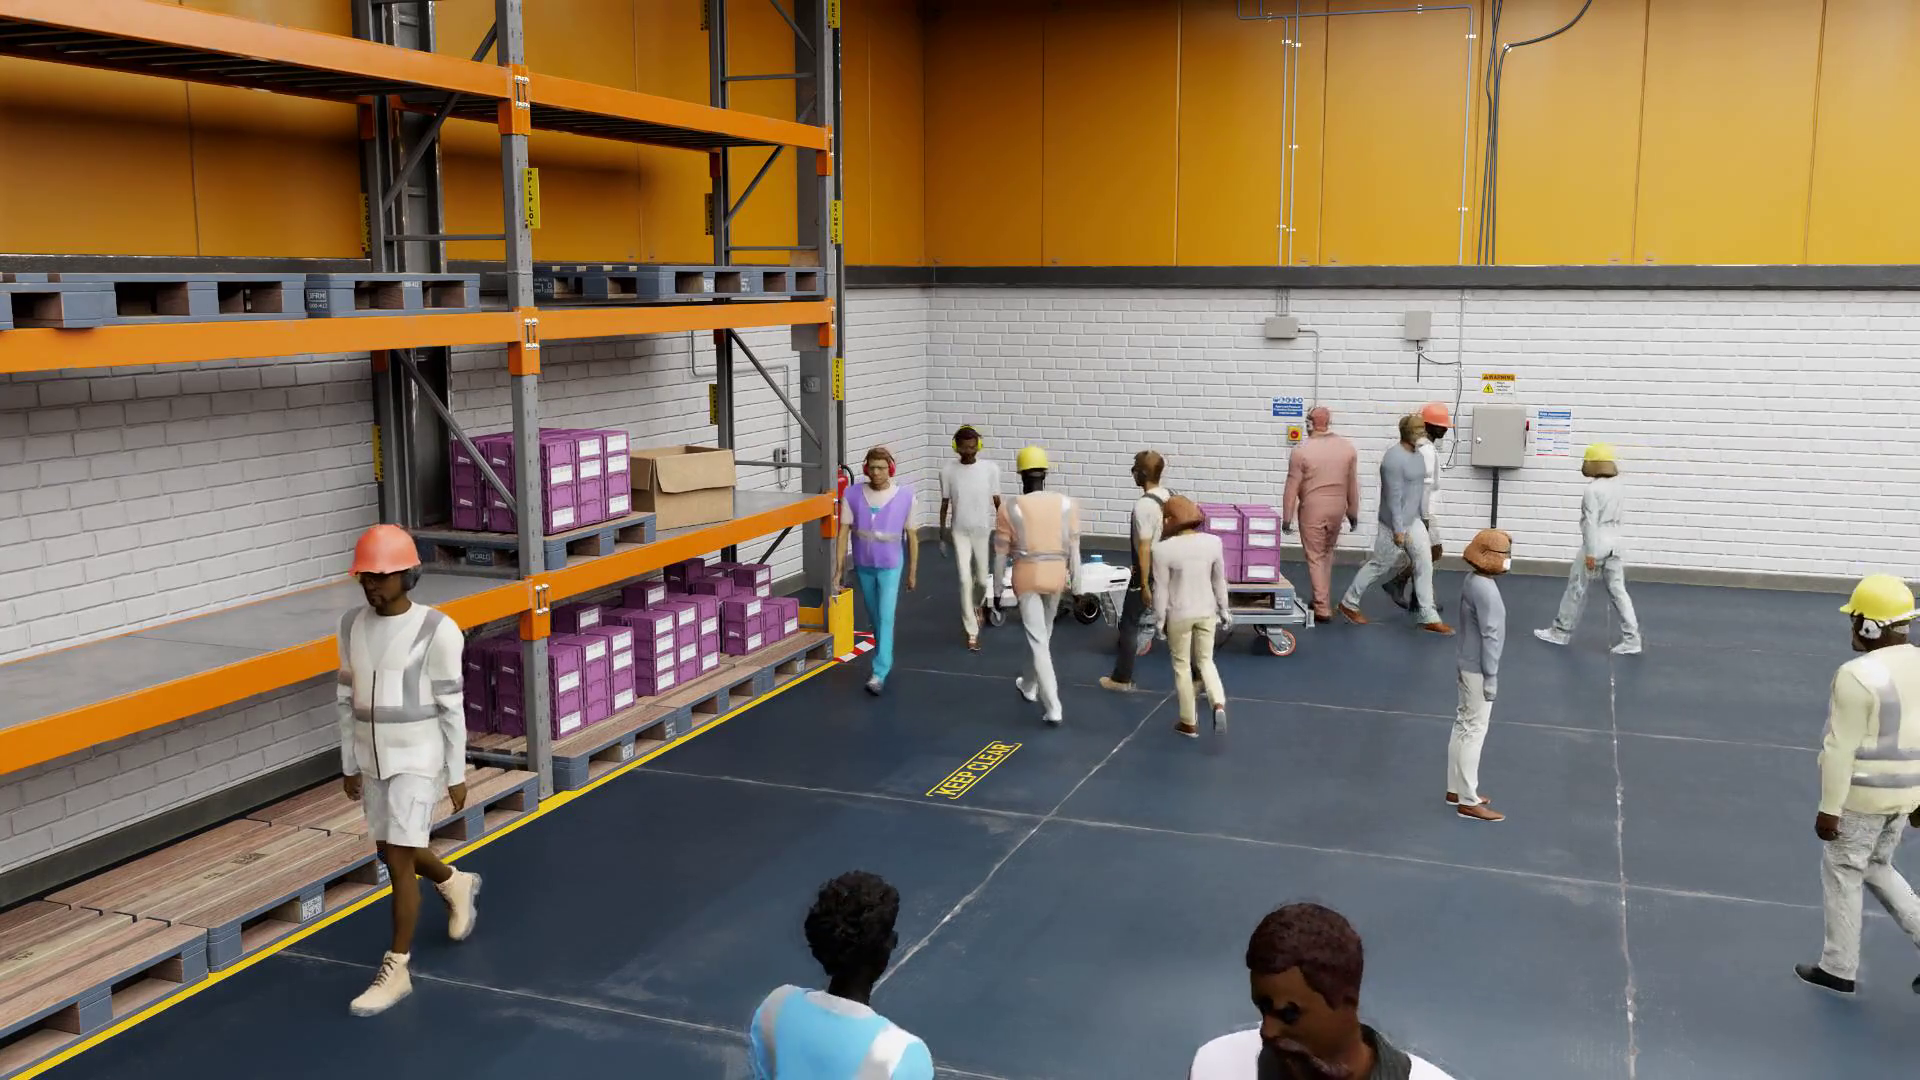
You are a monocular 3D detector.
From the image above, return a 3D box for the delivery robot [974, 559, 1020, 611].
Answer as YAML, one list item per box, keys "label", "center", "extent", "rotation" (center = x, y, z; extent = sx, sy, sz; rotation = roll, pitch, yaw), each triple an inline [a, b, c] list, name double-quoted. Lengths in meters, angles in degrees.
- label: "delivery robot"
  center: [0.486, 0.408, 14.509]
  extent: [0.707, 0.478, 0.477]
  rotation: [-2, 9, -14]

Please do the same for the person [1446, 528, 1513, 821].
- label: "person"
  center: [2.927, 0.740, 9.344]
  extent: [0.284, 1.631, 0.502]
  rotation: [1, 9, 5]

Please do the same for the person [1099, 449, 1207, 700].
- label: "person"
  center: [1.427, 0.254, 11.871]
  extent: [0.931, 1.816, 0.511]
  rotation: [8, 12, 42]

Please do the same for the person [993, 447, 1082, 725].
- label: "person"
  center: [0.527, 0.296, 11.431]
  extent: [0.600, 1.863, 1.027]
  rotation: [-3, 10, -18]

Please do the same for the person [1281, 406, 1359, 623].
- label: "person"
  center: [3.137, -0.243, 14.720]
  extent: [0.678, 1.879, 0.785]
  rotation: [-3, 9, -18]

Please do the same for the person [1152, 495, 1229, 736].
- label: "person"
  center: [1.525, 0.514, 10.801]
  extent: [0.559, 1.609, 0.500]
  rotation: [-3, 9, -16]

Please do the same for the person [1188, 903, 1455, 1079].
- label: "person"
  center: [0.727, 1.580, 3.245]
  extent: [0.618, 1.893, 0.577]
  rotation: [4, 10, 22]

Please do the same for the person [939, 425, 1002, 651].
- label: "person"
  center: [0.106, -0.054, 13.706]
  extent: [0.574, 1.832, 0.811]
  rotation: [0, 9, -2]

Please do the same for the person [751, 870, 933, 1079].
- label: "person"
  center: [-0.290, 1.597, 3.833]
  extent: [0.547, 1.674, 0.570]
  rotation: [7, 11, 36]

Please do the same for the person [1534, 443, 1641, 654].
- label: "person"
  center: [5.155, 0.058, 13.442]
  extent: [0.499, 1.689, 0.919]
  rotation: [-7, 11, -36]

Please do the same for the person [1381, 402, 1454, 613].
- label: "person"
  center: [4.130, -0.279, 14.861]
  extent: [0.484, 1.916, 0.557]
  rotation: [2, 9, 10]

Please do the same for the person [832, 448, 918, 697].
- label: "person"
  center: [-0.610, 0.214, 12.174]
  extent: [0.576, 1.784, 1.001]
  rotation: [2, 9, 15]

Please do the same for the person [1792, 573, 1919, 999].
- label: "person"
  center: [3.826, 1.046, 6.869]
  extent: [0.599, 1.818, 0.535]
  rotation: [-5, 10, -28]

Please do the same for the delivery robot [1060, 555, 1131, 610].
- label: "delivery robot"
  center: [1.206, 0.375, 14.721]
  extent: [0.707, 0.478, 0.477]
  rotation: [-5, 10, -30]

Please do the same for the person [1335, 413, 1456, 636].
- label: "person"
  center: [3.687, -0.147, 14.134]
  extent: [1.015, 1.892, 0.627]
  rotation: [9, 12, 43]

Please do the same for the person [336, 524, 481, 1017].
- label: "person"
  center: [-2.339, 0.910, 7.098]
  extent: [0.615, 2.020, 0.879]
  rotation: [3, 10, 20]
